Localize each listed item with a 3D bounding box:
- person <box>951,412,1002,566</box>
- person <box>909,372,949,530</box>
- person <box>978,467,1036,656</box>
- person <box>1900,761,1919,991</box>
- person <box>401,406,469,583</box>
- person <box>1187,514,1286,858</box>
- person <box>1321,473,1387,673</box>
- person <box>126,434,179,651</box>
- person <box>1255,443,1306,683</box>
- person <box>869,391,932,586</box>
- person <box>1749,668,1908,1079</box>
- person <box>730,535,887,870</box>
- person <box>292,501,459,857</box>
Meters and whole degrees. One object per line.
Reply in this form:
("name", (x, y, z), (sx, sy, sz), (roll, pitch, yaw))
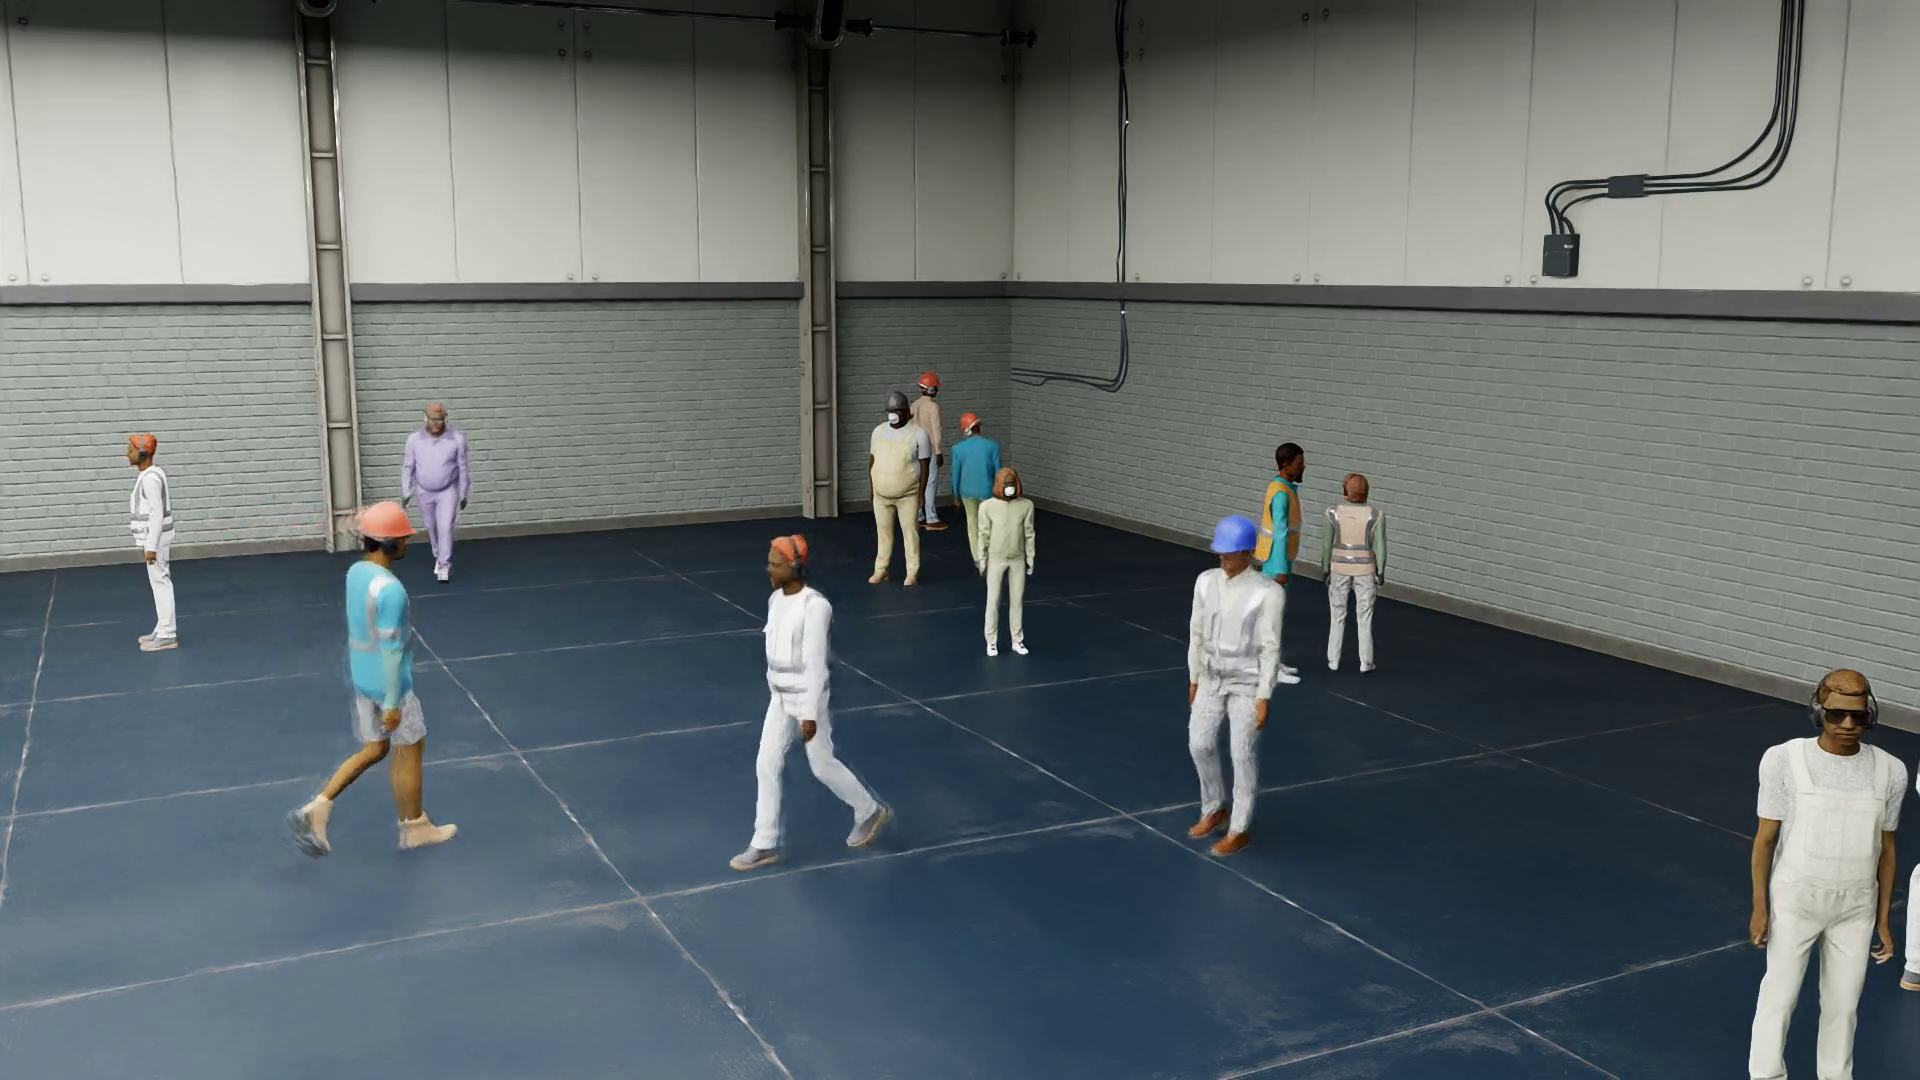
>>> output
("person", (0.190, -0.560, 18.461), (0.584, 1.714, 0.388), (0, 9, 0))
("person", (-0.405, -1.128, 21.115), (0.383, 1.996, 0.609), (-6, 11, -34))
("person", (0.398, 0.185, 14.171), (0.501, 1.627, 0.282), (-2, 10, -15))
("person", (4.439, 1.161, 7.363), (0.353, 1.883, 0.573), (2, 9, 11))
("person", (-5.577, -0.506, 17.718), (0.650, 1.863, 0.985), (-1, 9, -5))
("person", (1.534, 0.807, 9.372), (0.622, 1.941, 0.409), (9, 13, 42))
("person", (3.208, 0.272, 13.571), (0.523, 1.643, 0.306), (3, 10, 18))
("person", (-7.001, 0.016, 14.418), (0.355, 1.883, 0.572), (-4, 10, -24))
("person", (2.562, 0.172, 13.346), (0.390, 1.918, 0.591), (2, 9, 11))
("person", (-0.665, -0.538, 17.342), (0.674, 2.000, 0.536), (3, 10, 20))
("person", (3.199, 1.374, 6.162), (0.508, 1.846, 0.345), (2, 9, 10))
("person", (-0.833, 0.874, 9.234), (0.907, 1.853, 0.575), (-7, 12, -38))
("person", (-3.268, 0.790, 9.238), (0.828, 2.026, 0.617), (-9, 13, -43))
